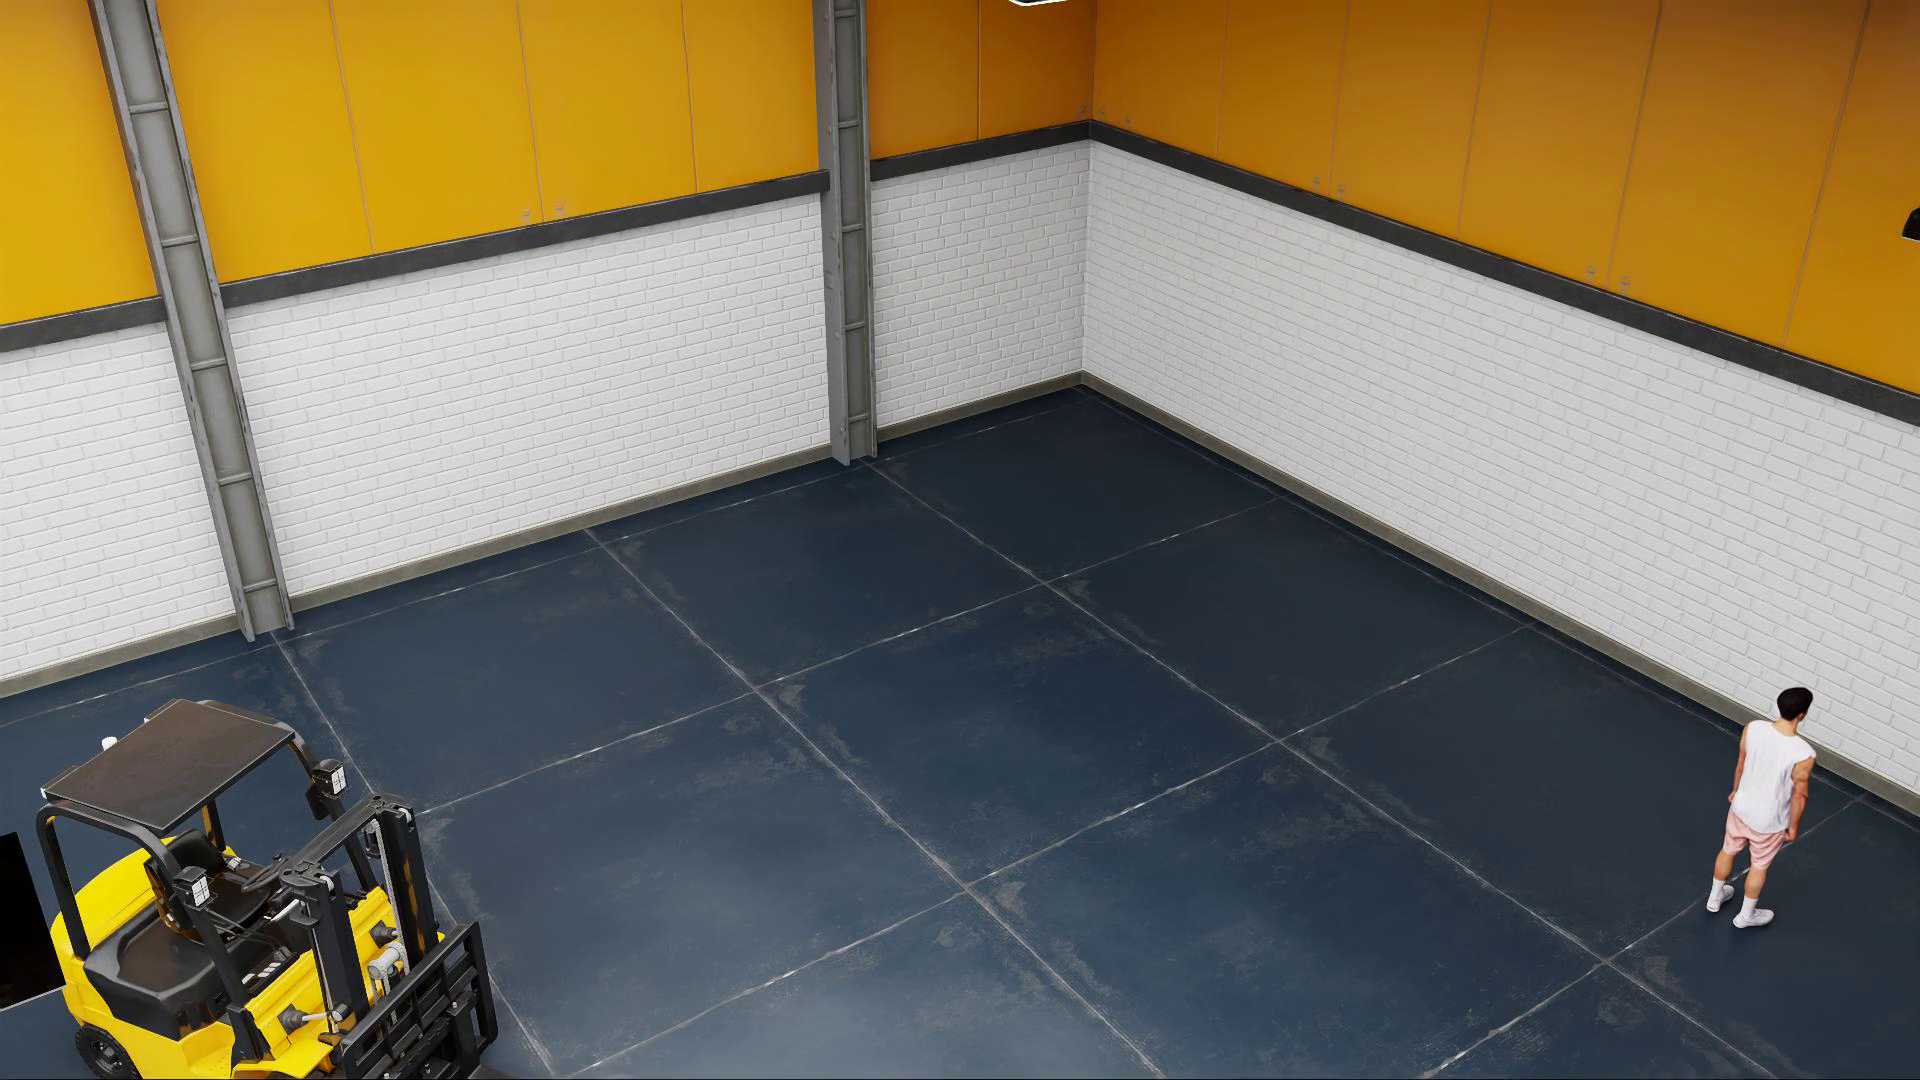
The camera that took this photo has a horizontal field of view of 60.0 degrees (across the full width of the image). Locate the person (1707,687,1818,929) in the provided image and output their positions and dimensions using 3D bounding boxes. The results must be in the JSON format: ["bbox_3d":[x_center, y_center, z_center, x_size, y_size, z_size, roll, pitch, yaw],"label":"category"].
[{"bbox_3d":[5.213,1.731,10.827,0.551,1.786,0.646,-17,33,-28],"label":"person"}]
